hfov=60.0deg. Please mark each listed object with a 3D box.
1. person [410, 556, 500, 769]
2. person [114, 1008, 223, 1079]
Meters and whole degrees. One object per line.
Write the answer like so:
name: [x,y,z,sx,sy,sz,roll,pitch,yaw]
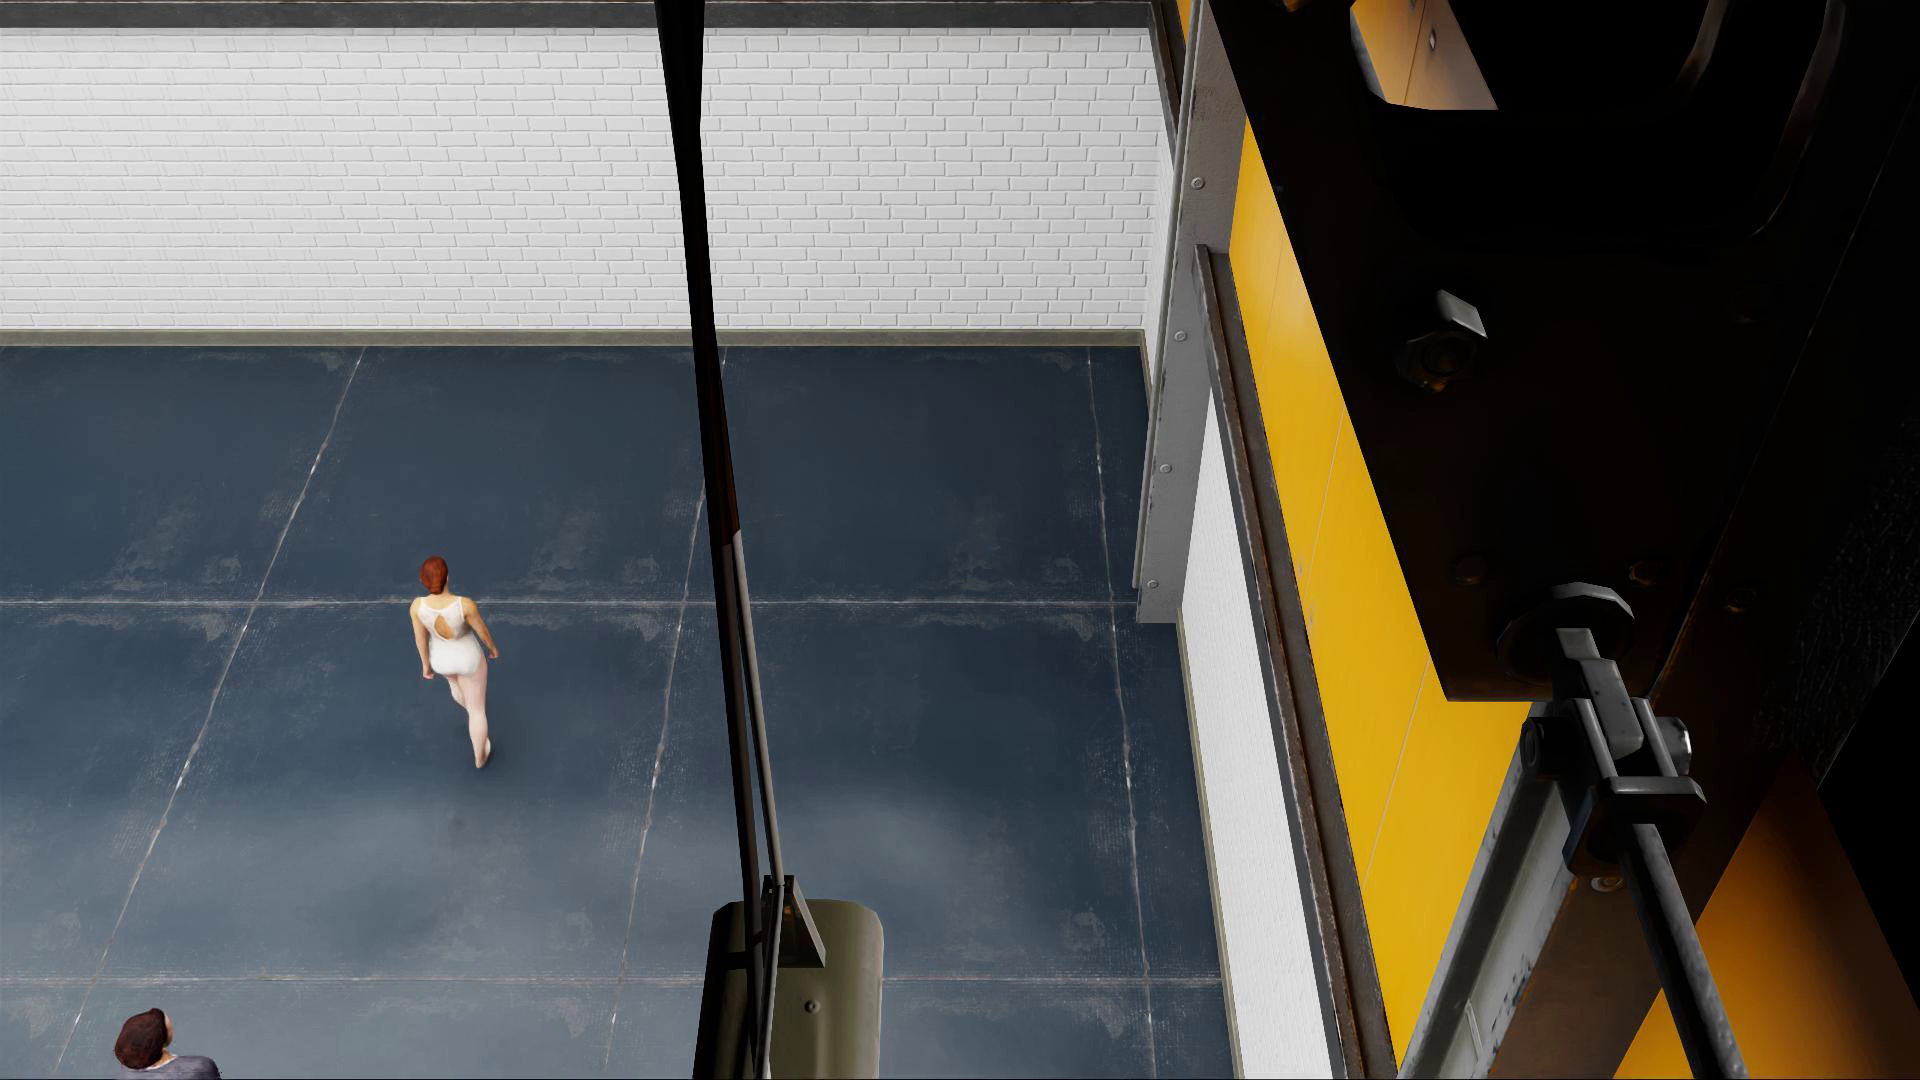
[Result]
person: [-3.067,0.792,10.107,0.598,1.621,0.863,-2,44,-2]
person: [-3.609,2.851,7.862,0.723,1.737,1.131,6,44,7]
